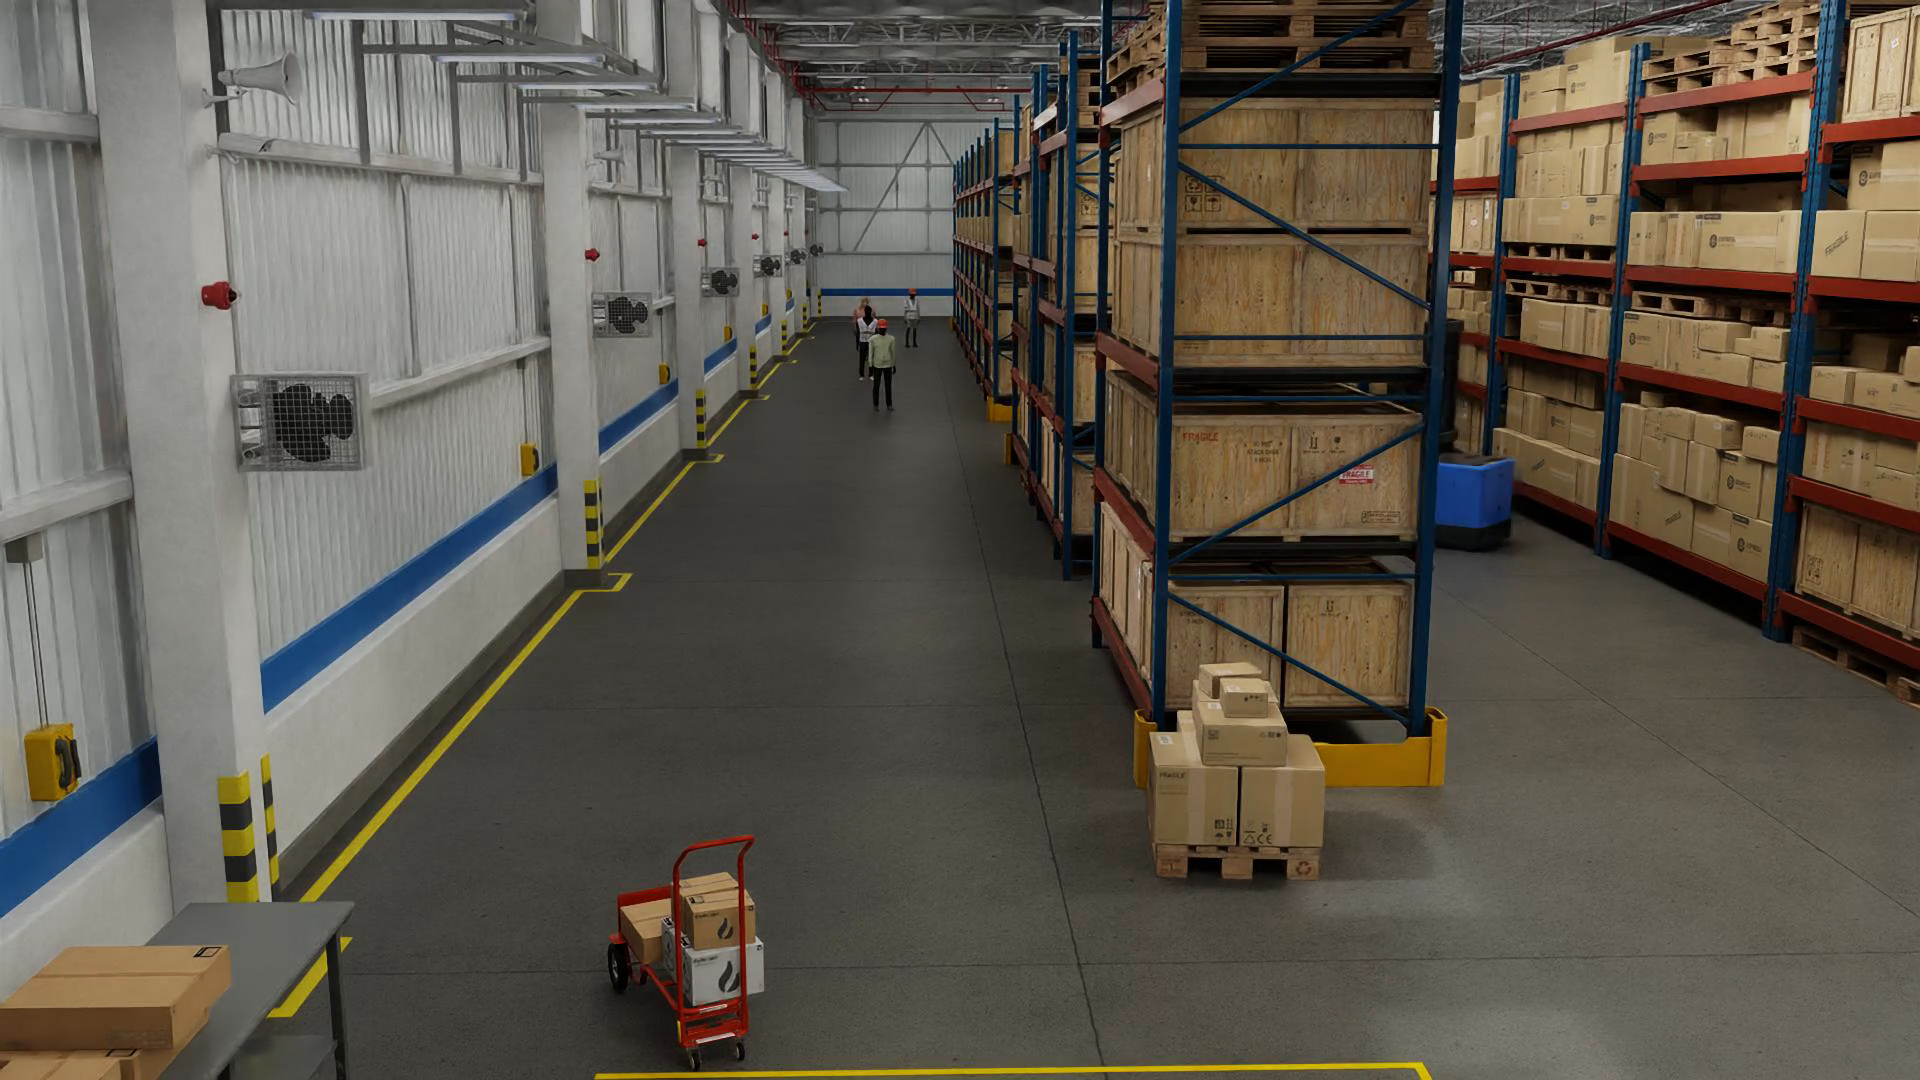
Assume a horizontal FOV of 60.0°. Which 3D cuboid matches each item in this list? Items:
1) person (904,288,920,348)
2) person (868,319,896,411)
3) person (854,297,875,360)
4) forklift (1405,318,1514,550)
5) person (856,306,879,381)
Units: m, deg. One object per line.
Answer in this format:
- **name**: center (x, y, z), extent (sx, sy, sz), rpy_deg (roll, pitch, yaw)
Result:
- **person**: center (-1.534, -7.158, 53.575), extent (0.551, 1.928, 0.380), rpy_deg (-6, 12, -27)
- **person**: center (-1.667, -3.756, 35.730), extent (0.617, 1.986, 0.408), rpy_deg (-3, 11, -17)
- **person**: center (-2.744, -6.035, 47.847), extent (0.641, 1.891, 0.482), rpy_deg (-1, 11, -6)
- **forklift**: center (6.005, -1.406, 21.163), extent (1.873, 2.768, 1.129), rpy_deg (9, 14, 40)
- **person**: center (-2.367, -5.032, 42.576), extent (0.594, 1.909, 0.399), rpy_deg (-1, 11, -8)
